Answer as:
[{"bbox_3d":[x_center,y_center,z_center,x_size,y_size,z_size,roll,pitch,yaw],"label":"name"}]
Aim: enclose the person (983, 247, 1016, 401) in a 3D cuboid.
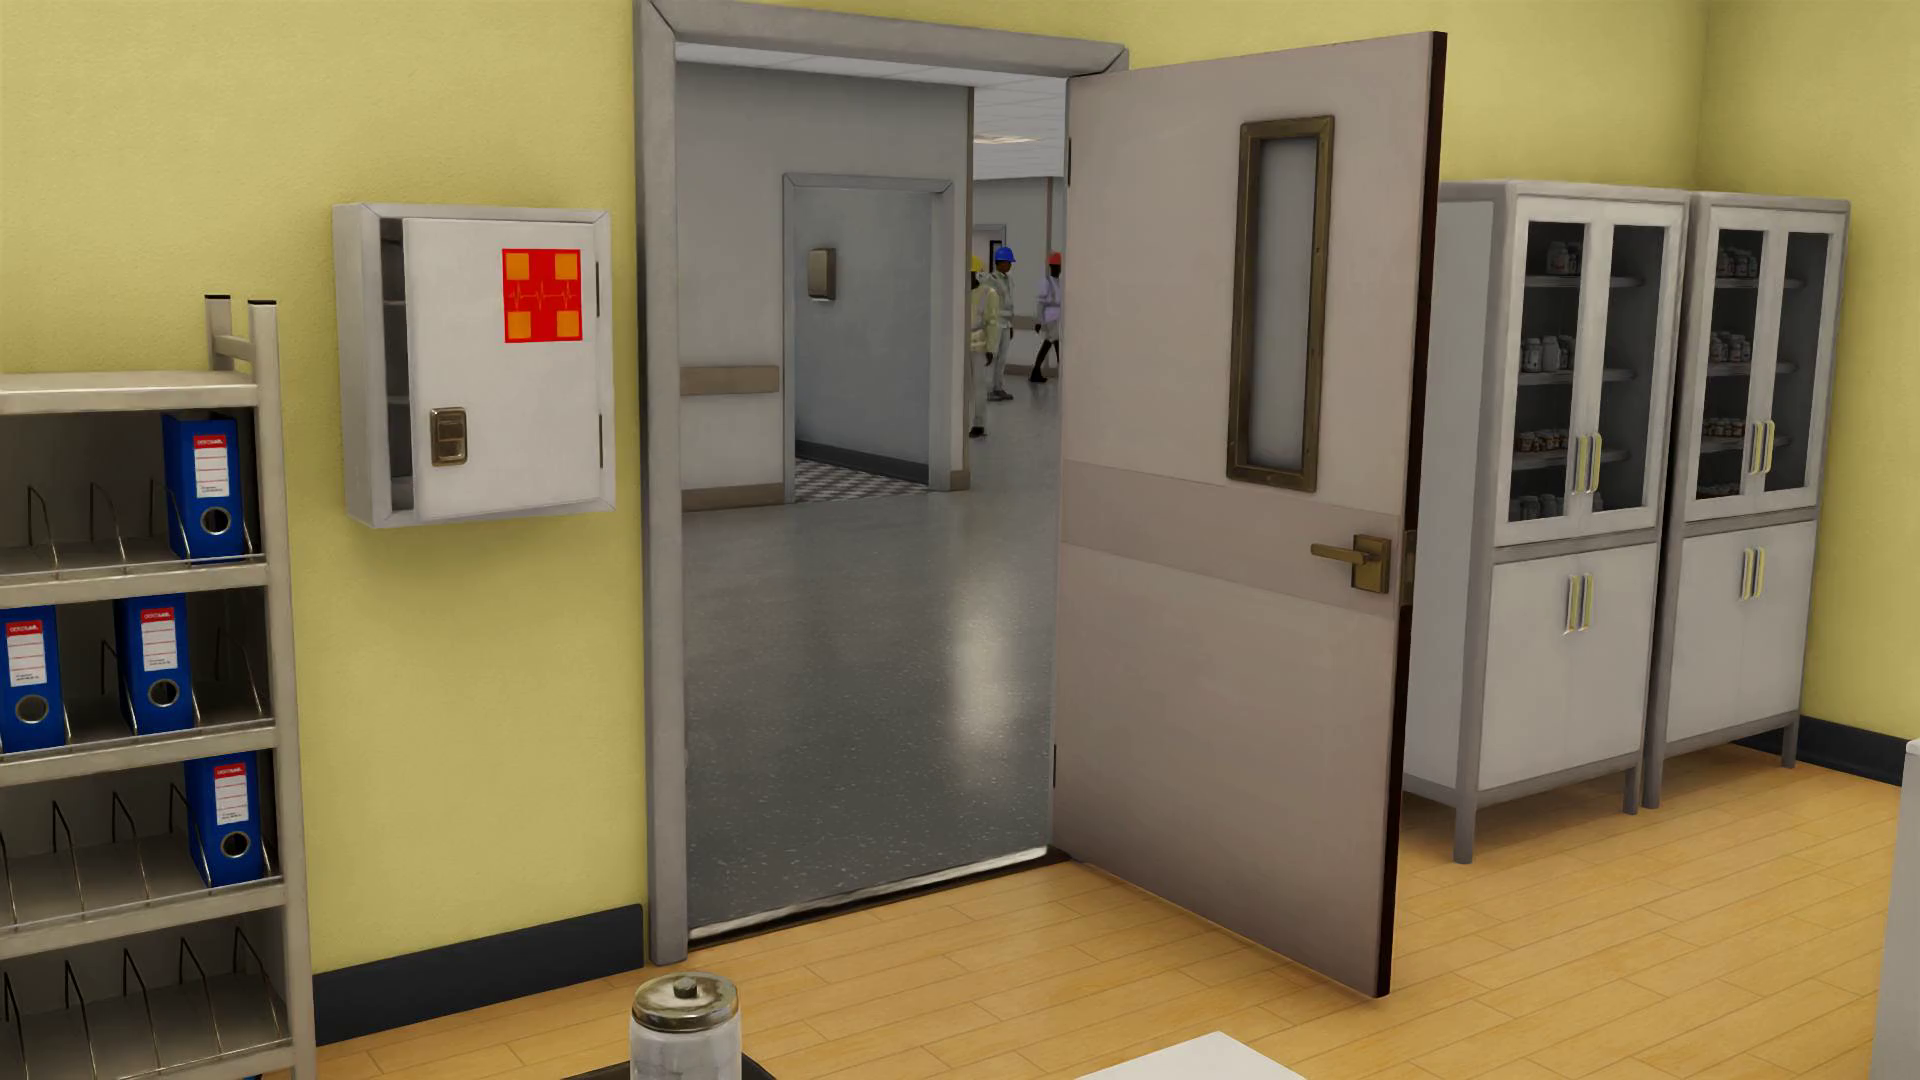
[{"bbox_3d":[0.501,-2.710,20.931,0.420,1.937,0.601,6,11,28],"label":"person"}]
